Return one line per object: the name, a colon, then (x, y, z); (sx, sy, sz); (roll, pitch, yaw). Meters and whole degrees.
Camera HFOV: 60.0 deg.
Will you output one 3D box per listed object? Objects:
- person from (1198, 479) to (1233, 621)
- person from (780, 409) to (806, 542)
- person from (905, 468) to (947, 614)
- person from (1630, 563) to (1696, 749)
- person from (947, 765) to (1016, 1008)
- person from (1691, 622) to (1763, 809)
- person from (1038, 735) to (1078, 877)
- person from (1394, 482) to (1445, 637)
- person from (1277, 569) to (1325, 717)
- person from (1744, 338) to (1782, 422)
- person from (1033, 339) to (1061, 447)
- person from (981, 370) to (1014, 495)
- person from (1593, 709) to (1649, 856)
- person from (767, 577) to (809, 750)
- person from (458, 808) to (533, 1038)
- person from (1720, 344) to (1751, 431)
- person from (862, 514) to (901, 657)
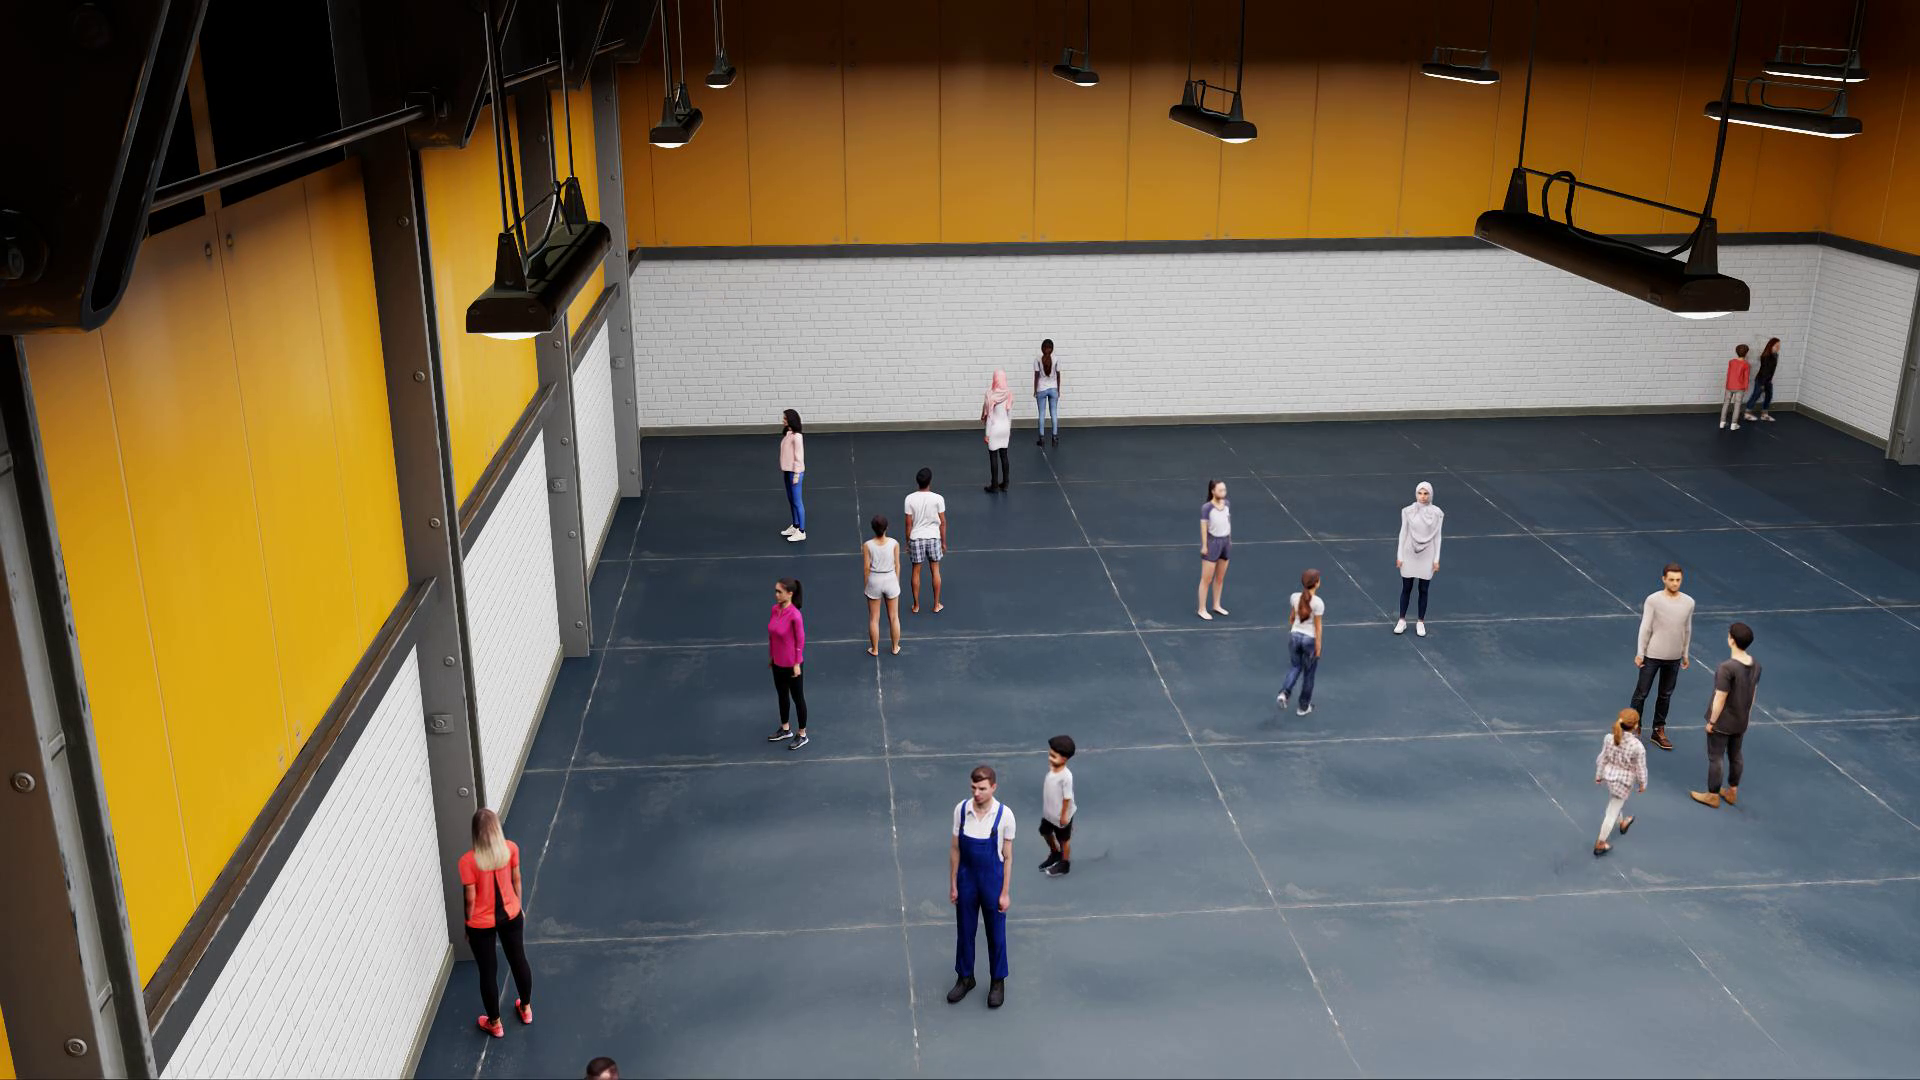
person: (2.949, 0.090, 19.255); (0.673, 1.651, 0.684); (-13, 23, -34)
person: (-2.192, -0.869, 21.920); (0.773, 1.768, 0.593); (-8, 20, -21)
person: (-0.408, 0.004, 19.378); (0.664, 1.735, 0.570); (1, 19, 3)
person: (6.722, 1.100, 15.920); (0.674, 1.866, 0.571); (0, 19, 0)
person: (0.162, 2.449, 11.936); (0.700, 1.851, 0.685); (5, 19, 15)
person: (6.853, 1.557, 14.799); (0.678, 1.714, 0.628); (-7, 20, -19)
person: (0.868, 2.171, 13.704); (0.633, 1.250, 0.522); (-10, 21, -26)
person: (5.166, 0.202, 18.729); (0.686, 1.775, 0.661); (5, 19, 16)
person: (3.404, 1.036, 16.609); (0.779, 1.547, 0.832); (17, 25, 40)
person: (13.415, -2.697, 27.863); (0.751, 1.440, 0.834); (-15, 24, -38)
person: (1.385, -2.350, 26.395); (0.580, 1.719, 0.509); (-2, 19, -6)
person: (0.551, -1.566, 23.932); (0.741, 1.804, 0.764); (-13, 23, -33)
person: (5.507, 2.057, 14.008); (0.891, 1.272, 0.925); (-14, 23, -36)
person: (-1.650, 1.163, 15.995); (0.688, 1.699, 0.752); (16, 24, 39)
person: (-3.244, 2.648, 11.595); (0.678, 1.693, 0.709); (-15, 24, -38)
person: (12.781, -2.533, 27.414); (0.568, 1.415, 0.638); (17, 25, 41)
person: (-0.851, 0.490, 18.146); (0.577, 1.601, 0.564); (-3, 19, -9)
